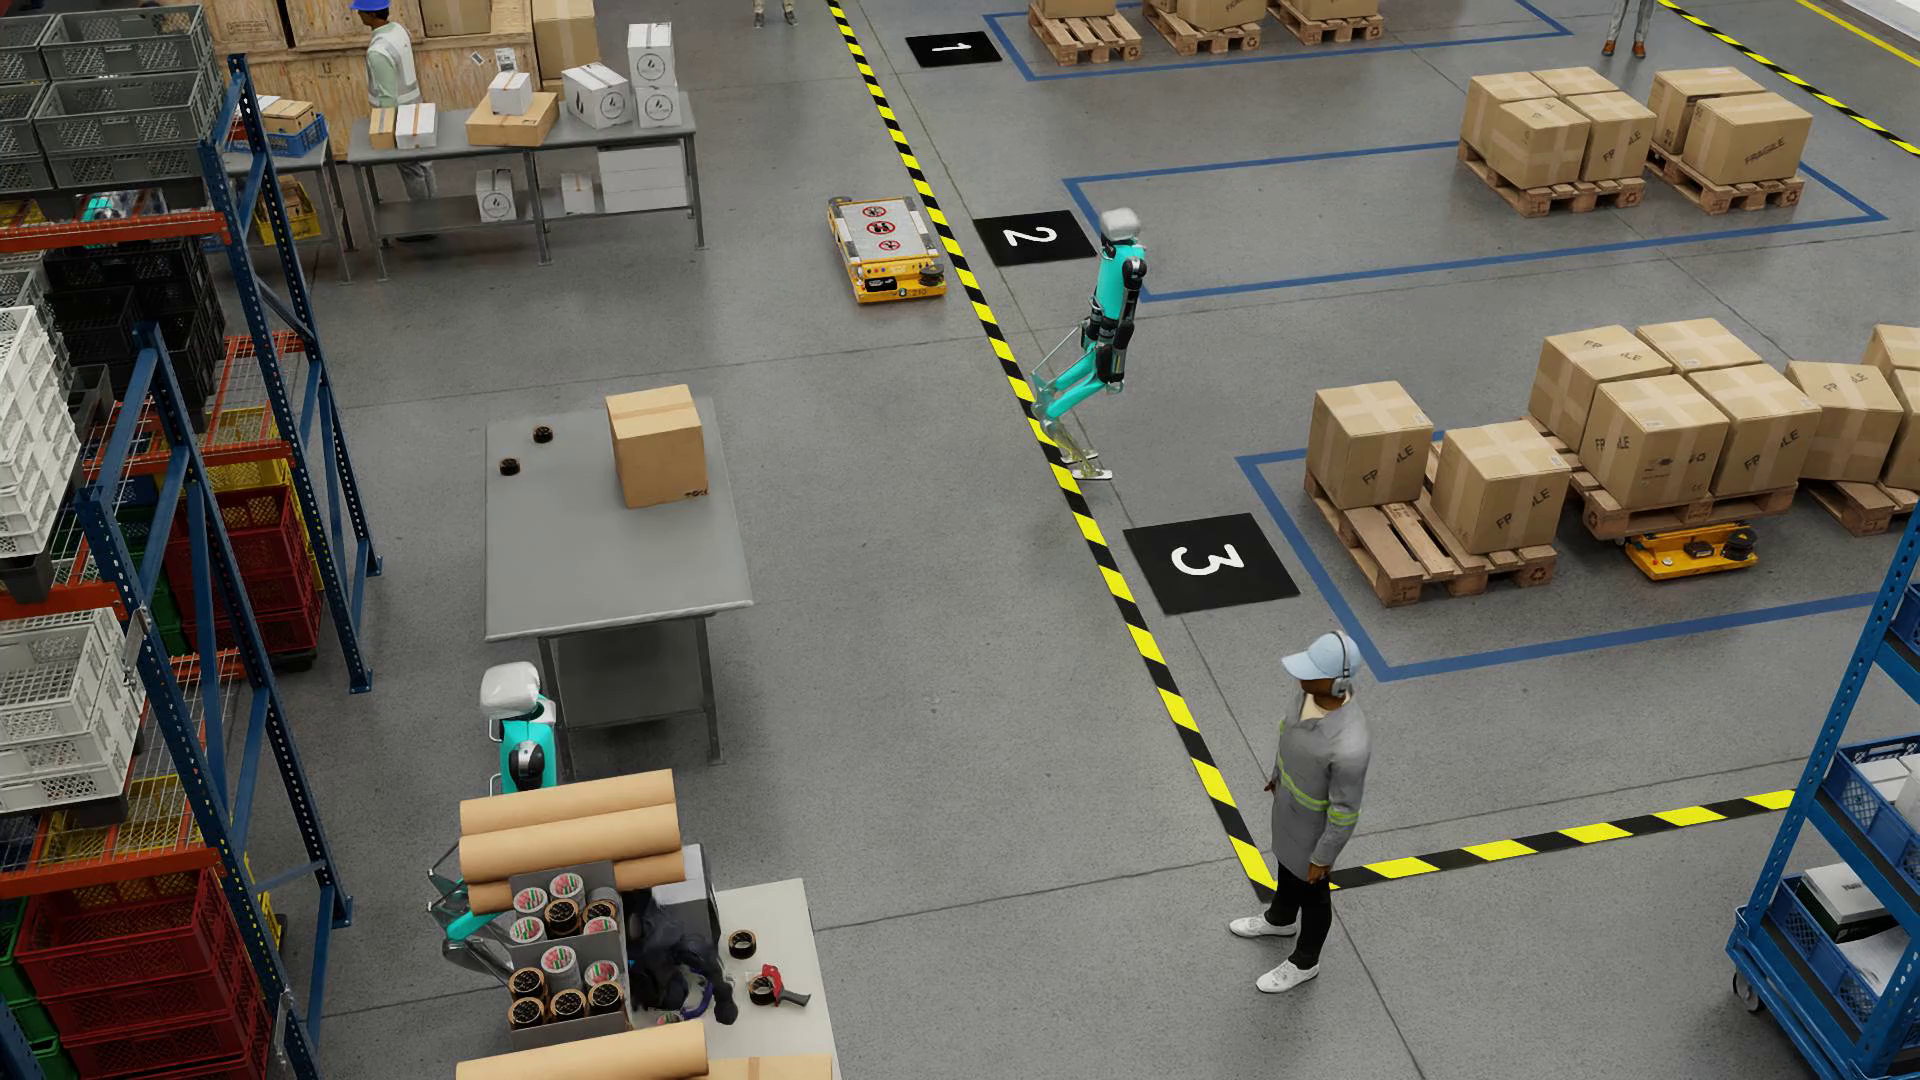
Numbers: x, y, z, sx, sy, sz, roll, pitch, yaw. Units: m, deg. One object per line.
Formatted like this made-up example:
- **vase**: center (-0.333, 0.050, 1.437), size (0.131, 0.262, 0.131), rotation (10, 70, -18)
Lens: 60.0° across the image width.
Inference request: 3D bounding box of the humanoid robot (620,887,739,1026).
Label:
- **humanoid robot**: center (-1.050, 1.773, 6.025), size (0.615, 1.620, 0.779), rotation (8, 37, 10)

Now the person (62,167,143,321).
- **person**: center (-5.668, -1.968, 10.866), size (0.566, 1.857, 0.685), rotation (-23, 42, -27)

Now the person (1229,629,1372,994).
- **person**: center (1.392, 1.097, 6.753), size (0.375, 1.852, 0.588), rotation (-7, 37, -9)

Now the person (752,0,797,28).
- **person**: center (-1.850, -5.927, 16.264), size (0.563, 1.765, 0.401), rotation (-7, 37, -10)

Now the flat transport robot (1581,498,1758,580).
- **flat transport robot**: center (4.062, -0.294, 9.926), size (0.652, 0.197, 1.431), rotation (-8, 37, -10)

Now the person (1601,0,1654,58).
- **person**: center (6.437, -5.472, 15.557), size (0.586, 1.884, 0.362), rotation (8, 37, 11)

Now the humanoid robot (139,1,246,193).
- **humanoid robot**: center (-5.962, -3.345, 12.879), size (0.412, 1.642, 0.589), rotation (11, 38, 15)

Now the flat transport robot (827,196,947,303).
- **flat transport robot**: center (-0.570, -2.220, 12.538), size (0.659, 0.231, 1.431), rotation (-8, 37, -10)

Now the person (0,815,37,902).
- **person**: center (-4.266, 0.839, 6.979), size (0.664, 2.003, 0.445), rotation (-29, 46, -33)

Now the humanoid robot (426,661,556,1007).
- **humanoid robot**: center (-1.880, 1.213, 6.580), size (0.735, 1.677, 0.533), rotation (-8, 37, -10)

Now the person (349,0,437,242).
- **person**: center (-4.202, -3.191, 12.437), size (0.388, 1.947, 0.605), rotation (-1, 37, -1)

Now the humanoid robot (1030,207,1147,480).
- **humanoid robot**: center (0.681, -1.109, 9.700), size (0.735, 1.680, 0.533), rotation (-7, 37, -10)

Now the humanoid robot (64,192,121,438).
- **humanoid robot**: center (-5.380, -1.324, 10.129), size (0.575, 1.808, 0.822), rotation (23, 42, 27)
